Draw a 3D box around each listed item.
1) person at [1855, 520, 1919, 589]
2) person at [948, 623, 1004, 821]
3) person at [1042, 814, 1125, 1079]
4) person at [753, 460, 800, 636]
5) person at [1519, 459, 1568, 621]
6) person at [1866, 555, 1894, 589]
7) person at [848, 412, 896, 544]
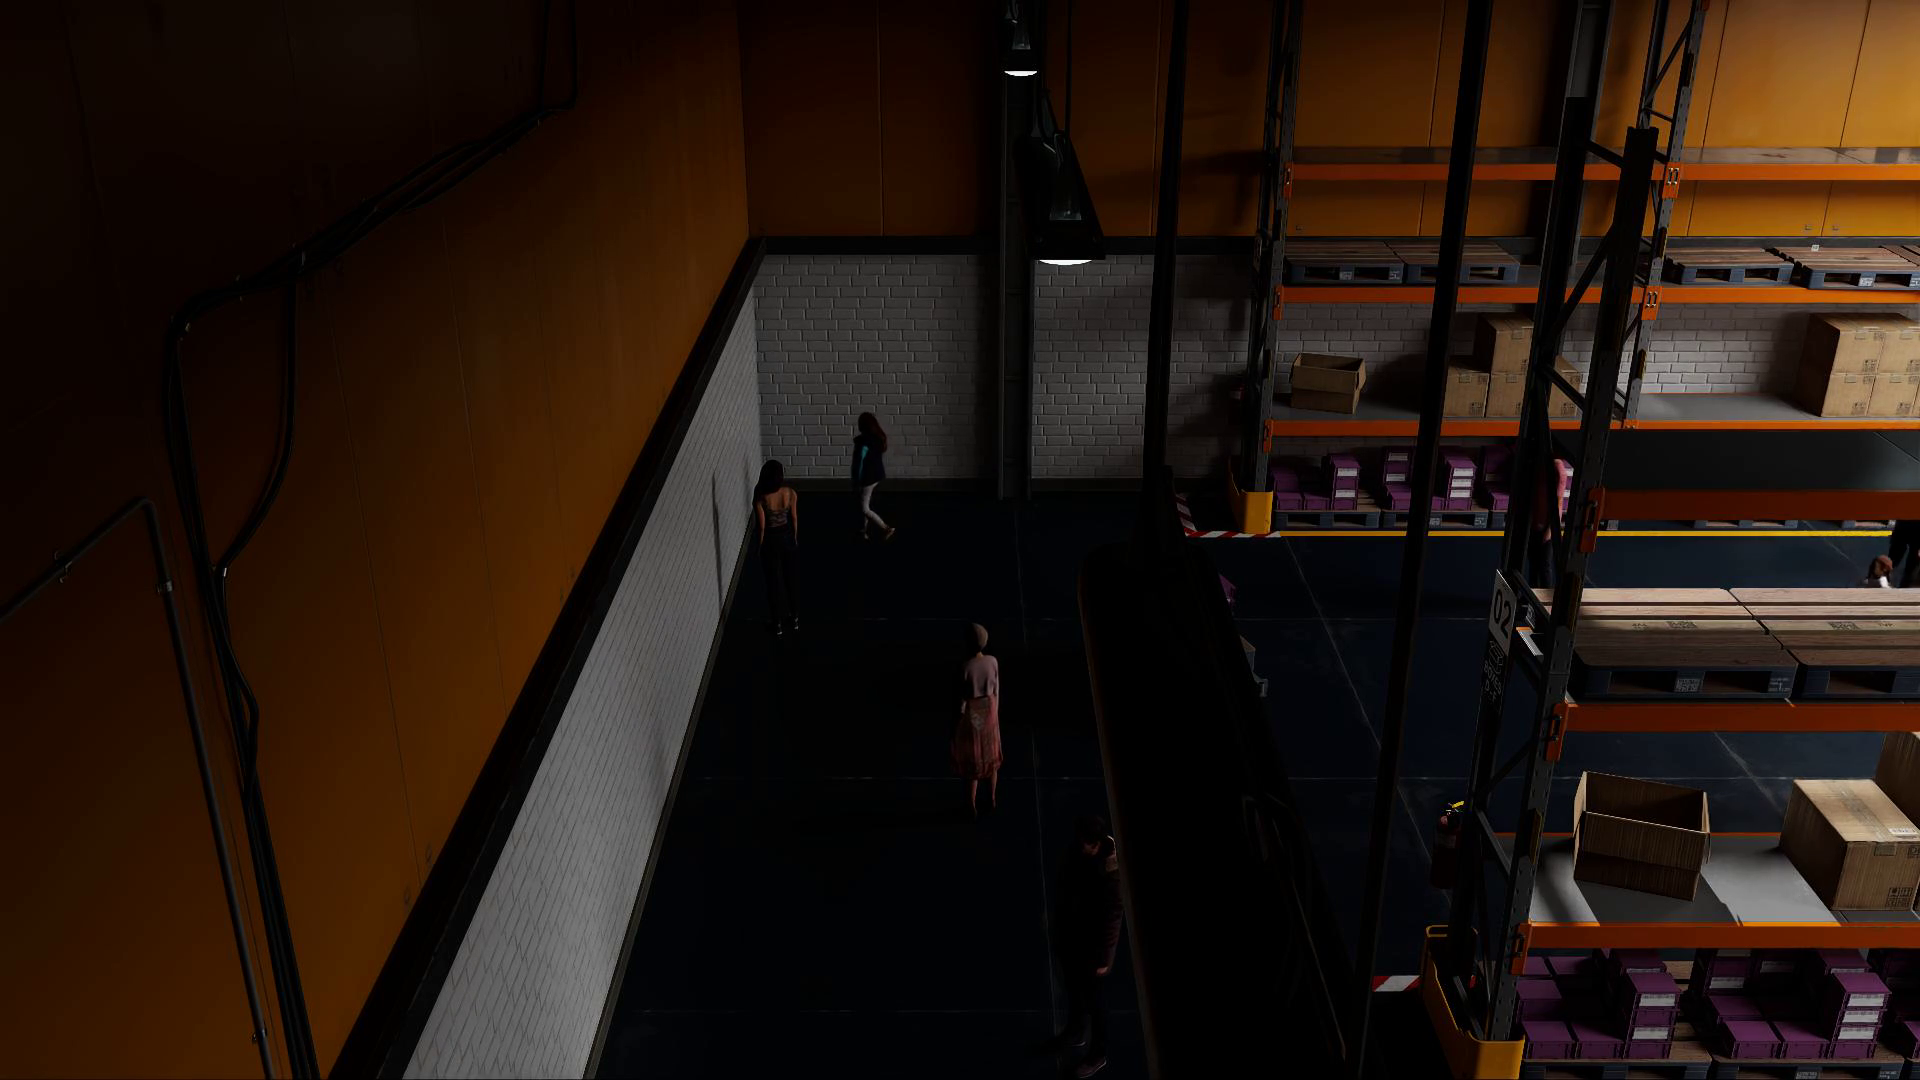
[{"bbox_3d":[9.336,-0.040,16.458,1.049,1.689,0.806,-7,25,-16],"label":"person"},{"bbox_3d":[0.133,1.430,13.093,0.658,1.691,0.751,-13,27,-27],"label":"person"},{"bbox_3d":[0.794,2.508,10.430,0.882,1.848,0.874,-13,27,-28],"label":"person"},{"bbox_3d":[-1.761,0.058,16.132,0.635,1.770,0.747,-13,27,-27],"label":"person"},{"bbox_3d":[5.772,-0.164,16.405,0.561,1.958,0.628,-2,24,-4],"label":"person"},{"bbox_3d":[8.732,0.621,15.787,0.436,1.014,0.435,2,24,5],"label":"person"},{"bbox_3d":[-0.974,-0.654,18.116,0.880,1.486,0.718,7,25,17],"label":"person"}]
